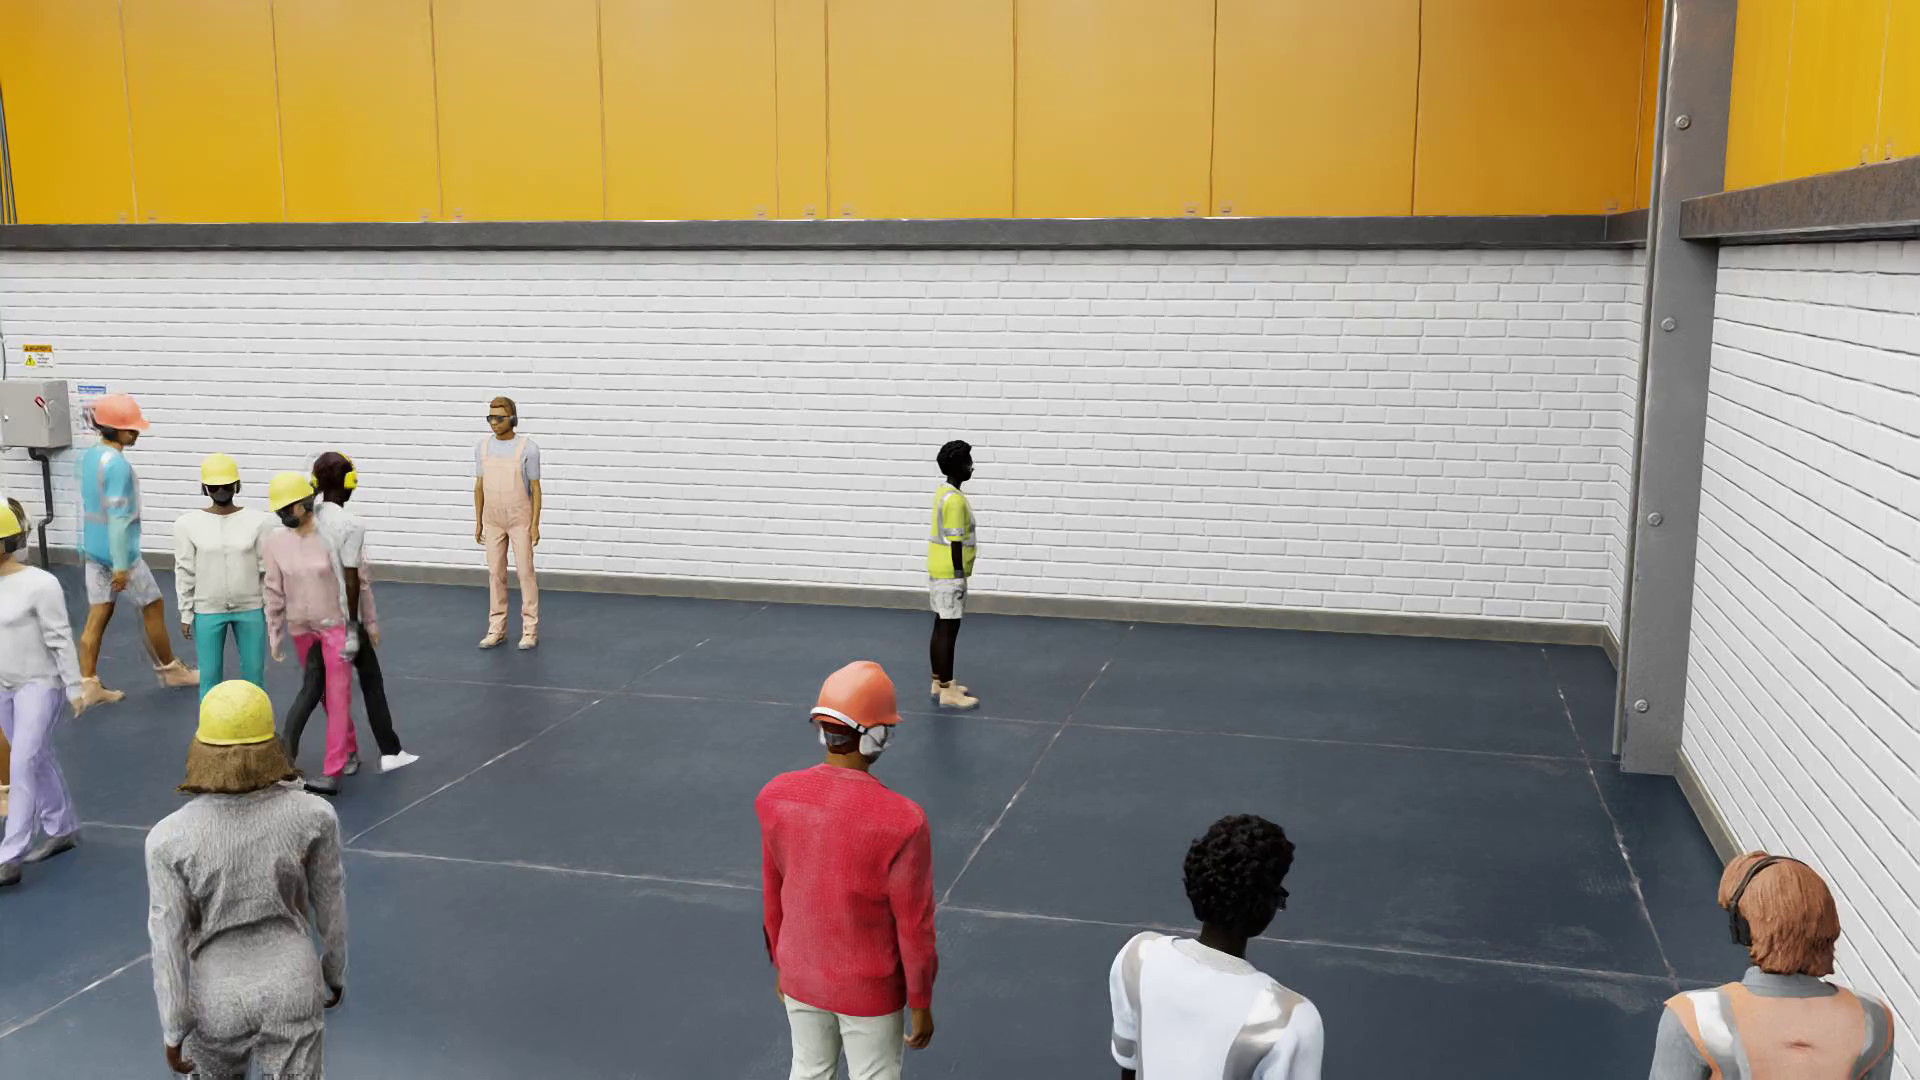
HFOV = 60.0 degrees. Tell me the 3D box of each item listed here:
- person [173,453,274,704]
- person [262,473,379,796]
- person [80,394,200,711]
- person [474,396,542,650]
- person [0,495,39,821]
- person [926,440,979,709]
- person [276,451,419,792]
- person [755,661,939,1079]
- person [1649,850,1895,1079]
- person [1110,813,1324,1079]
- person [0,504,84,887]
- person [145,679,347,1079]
[{"bbox_3d":[-4.068,0.394,9.260,0.525,1.769,0.308,-6,11,-29],"label":"person"},{"bbox_3d":[-3.420,0.495,8.833,0.563,1.699,0.880,0,10,2],"label":"person"},{"bbox_3d":[-5.246,0.061,10.568,0.610,1.980,0.914,8,12,39],"label":"person"},{"bbox_3d":[-3.280,-0.122,12.065,0.506,1.846,0.345,1,10,8],"label":"person"},{"bbox_3d":[-4.972,0.416,8.353,0.606,2.036,0.398,-3,10,-18],"label":"person"},{"bbox_3d":[-0.051,0.208,10.556,0.321,1.696,0.536,-2,10,-9],"label":"person"},{"bbox_3d":[-3.388,0.448,8.926,0.517,1.851,0.945,3,10,19],"label":"person"},{"bbox_3d":[-0.296,1.193,4.631,0.567,1.741,0.354,6,11,32],"label":"person"},{"bbox_3d":[1.650,1.448,3.456,0.524,1.631,0.318,-1,10,-7],"label":"person"},{"bbox_3d":[0.540,1.404,3.544,0.321,1.685,0.542,-9,13,-43],"label":"person"},{"bbox_3d":[-4.348,0.700,7.533,0.545,1.734,0.795,2,10,14],"label":"person"},{"bbox_3d":[-1.931,1.214,4.546,0.498,1.716,0.667,-5,11,-29],"label":"person"}]
